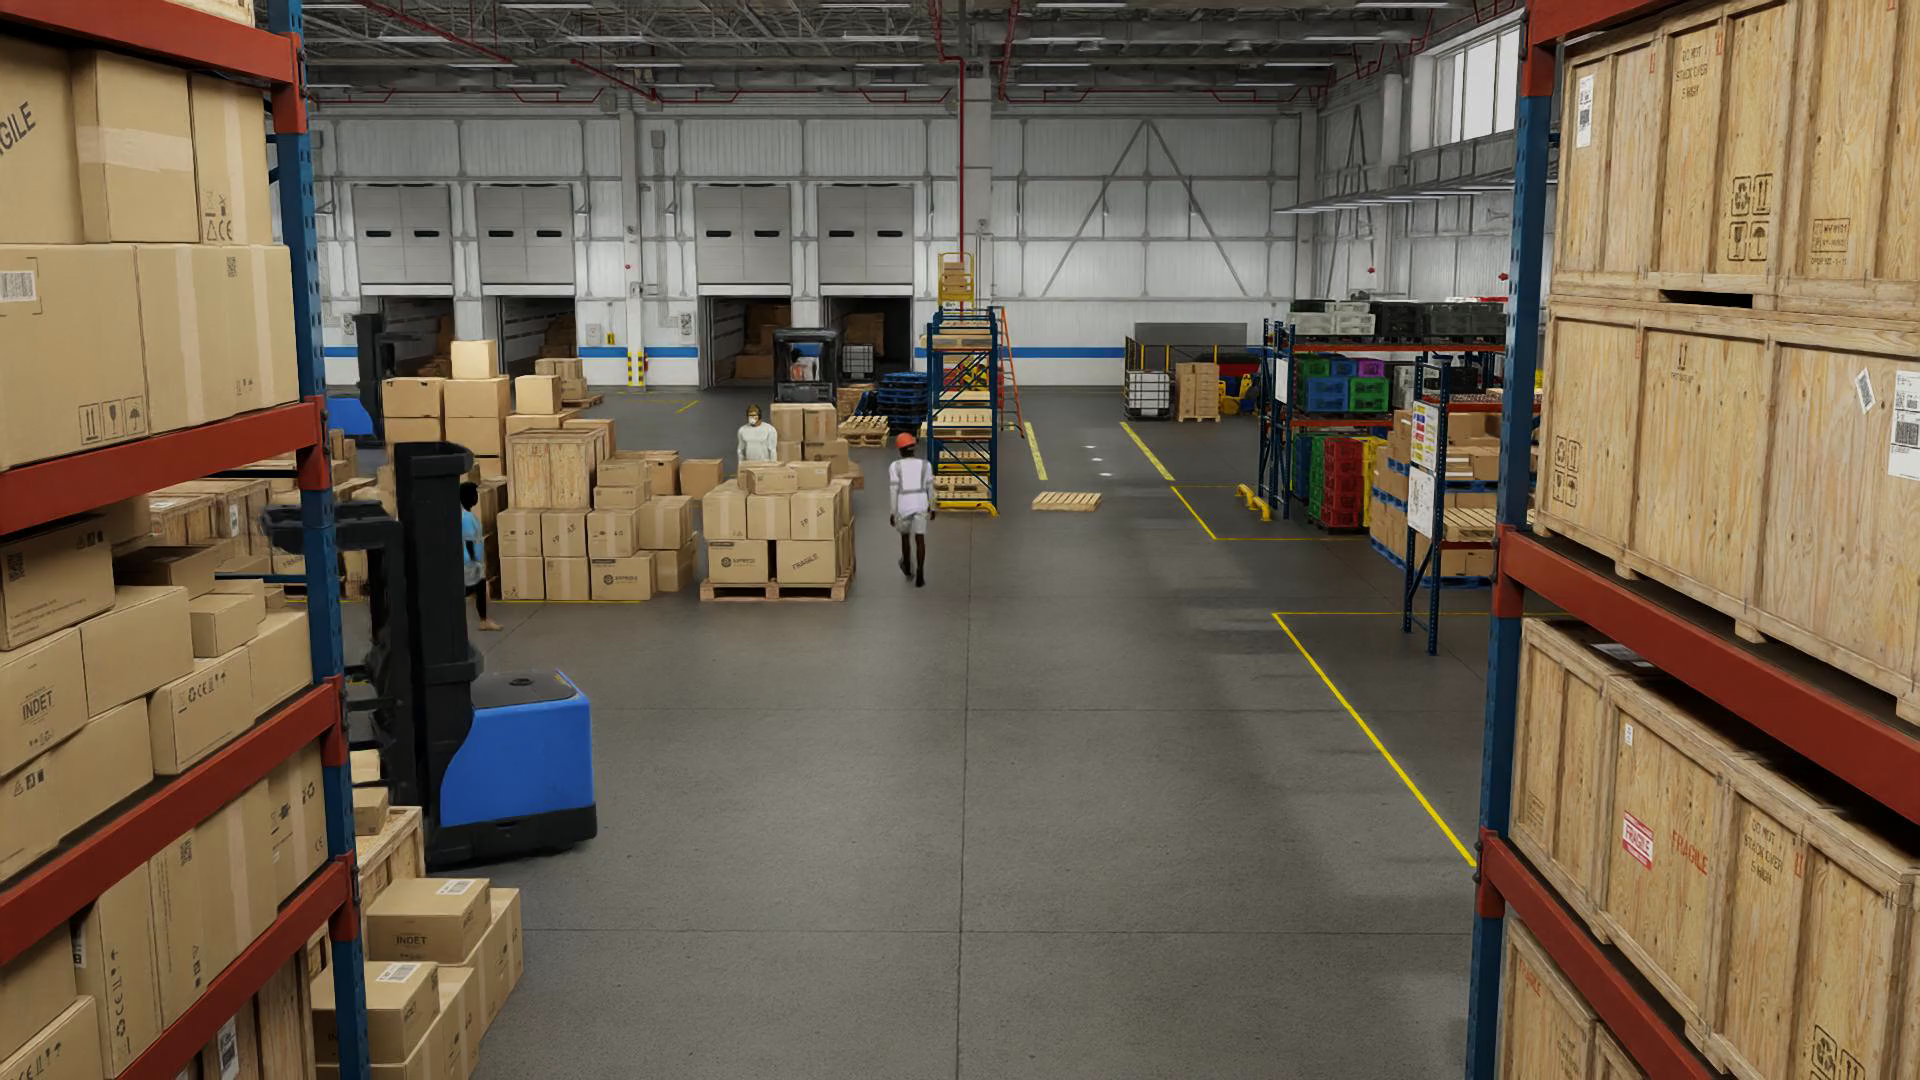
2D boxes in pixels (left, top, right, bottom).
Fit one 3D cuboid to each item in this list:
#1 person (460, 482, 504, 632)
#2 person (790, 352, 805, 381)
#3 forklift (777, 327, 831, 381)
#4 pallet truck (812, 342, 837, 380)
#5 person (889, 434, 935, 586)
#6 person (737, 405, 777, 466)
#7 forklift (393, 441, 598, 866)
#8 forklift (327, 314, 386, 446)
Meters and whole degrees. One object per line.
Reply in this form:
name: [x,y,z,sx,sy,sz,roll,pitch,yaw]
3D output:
person: [-5.373,0.196,18.008,0.704,1.679,0.534,-2,10,-9]
person: [-4.124,-3.805,41.137,0.546,1.675,0.594,-10,14,-44]
forklift: [-2.708,-2.321,29.091,1.129,2.768,1.873,-1,10,-6]
pallet truck: [-3.021,-4.312,43.126,1.885,1.965,0.823,3,10,17]
person: [-0.612,-0.403,20.938,0.585,1.861,1.023,-1,10,-8]
person: [-2.973,-1.027,24.400,0.628,1.929,0.363,3,10,17]
forklift: [-3.572,0.743,11.415,1.873,2.768,1.129,-5,11,-25]
forklift: [-12.501,-3.396,35.293,1.873,2.768,1.129,-1,10,-4]
